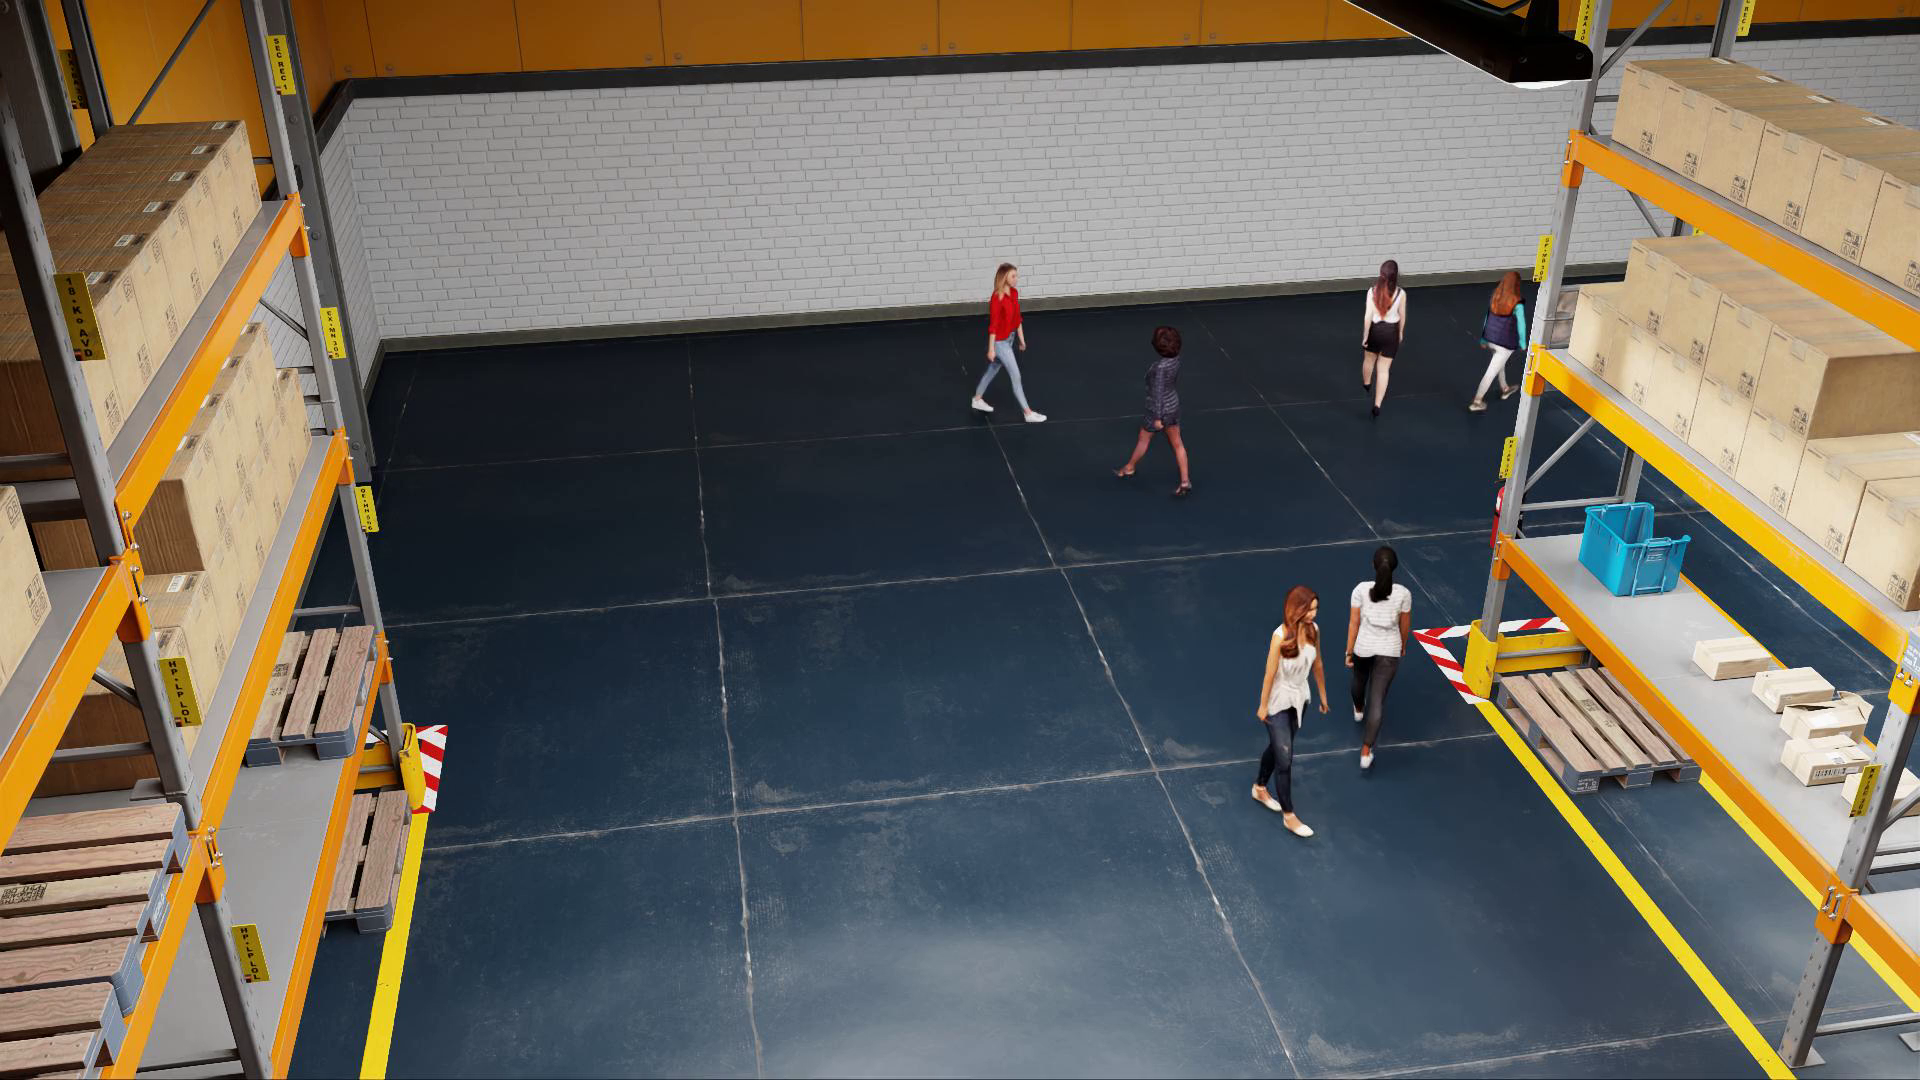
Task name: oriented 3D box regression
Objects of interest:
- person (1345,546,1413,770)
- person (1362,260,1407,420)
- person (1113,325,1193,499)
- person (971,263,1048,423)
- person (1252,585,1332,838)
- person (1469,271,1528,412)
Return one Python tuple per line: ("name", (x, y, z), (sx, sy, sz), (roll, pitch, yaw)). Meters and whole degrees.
("person", (2.937, 0.845, 11.748), (0.934, 1.599, 1.188), (9, 30, 16))
("person", (4.316, -2.016, 16.988), (0.841, 1.604, 1.122), (5, 29, 10))
("person", (1.950, -1.136, 15.333), (1.137, 1.644, 1.062), (20, 34, 31))
("person", (0.378, -2.002, 16.910), (1.120, 1.654, 1.121), (15, 32, 25))
("person", (2.128, 1.064, 11.169), (0.861, 1.769, 0.983), (-20, 34, -32))
("person", (5.519, -2.013, 17.132), (0.848, 1.460, 0.981), (-15, 32, -26))
